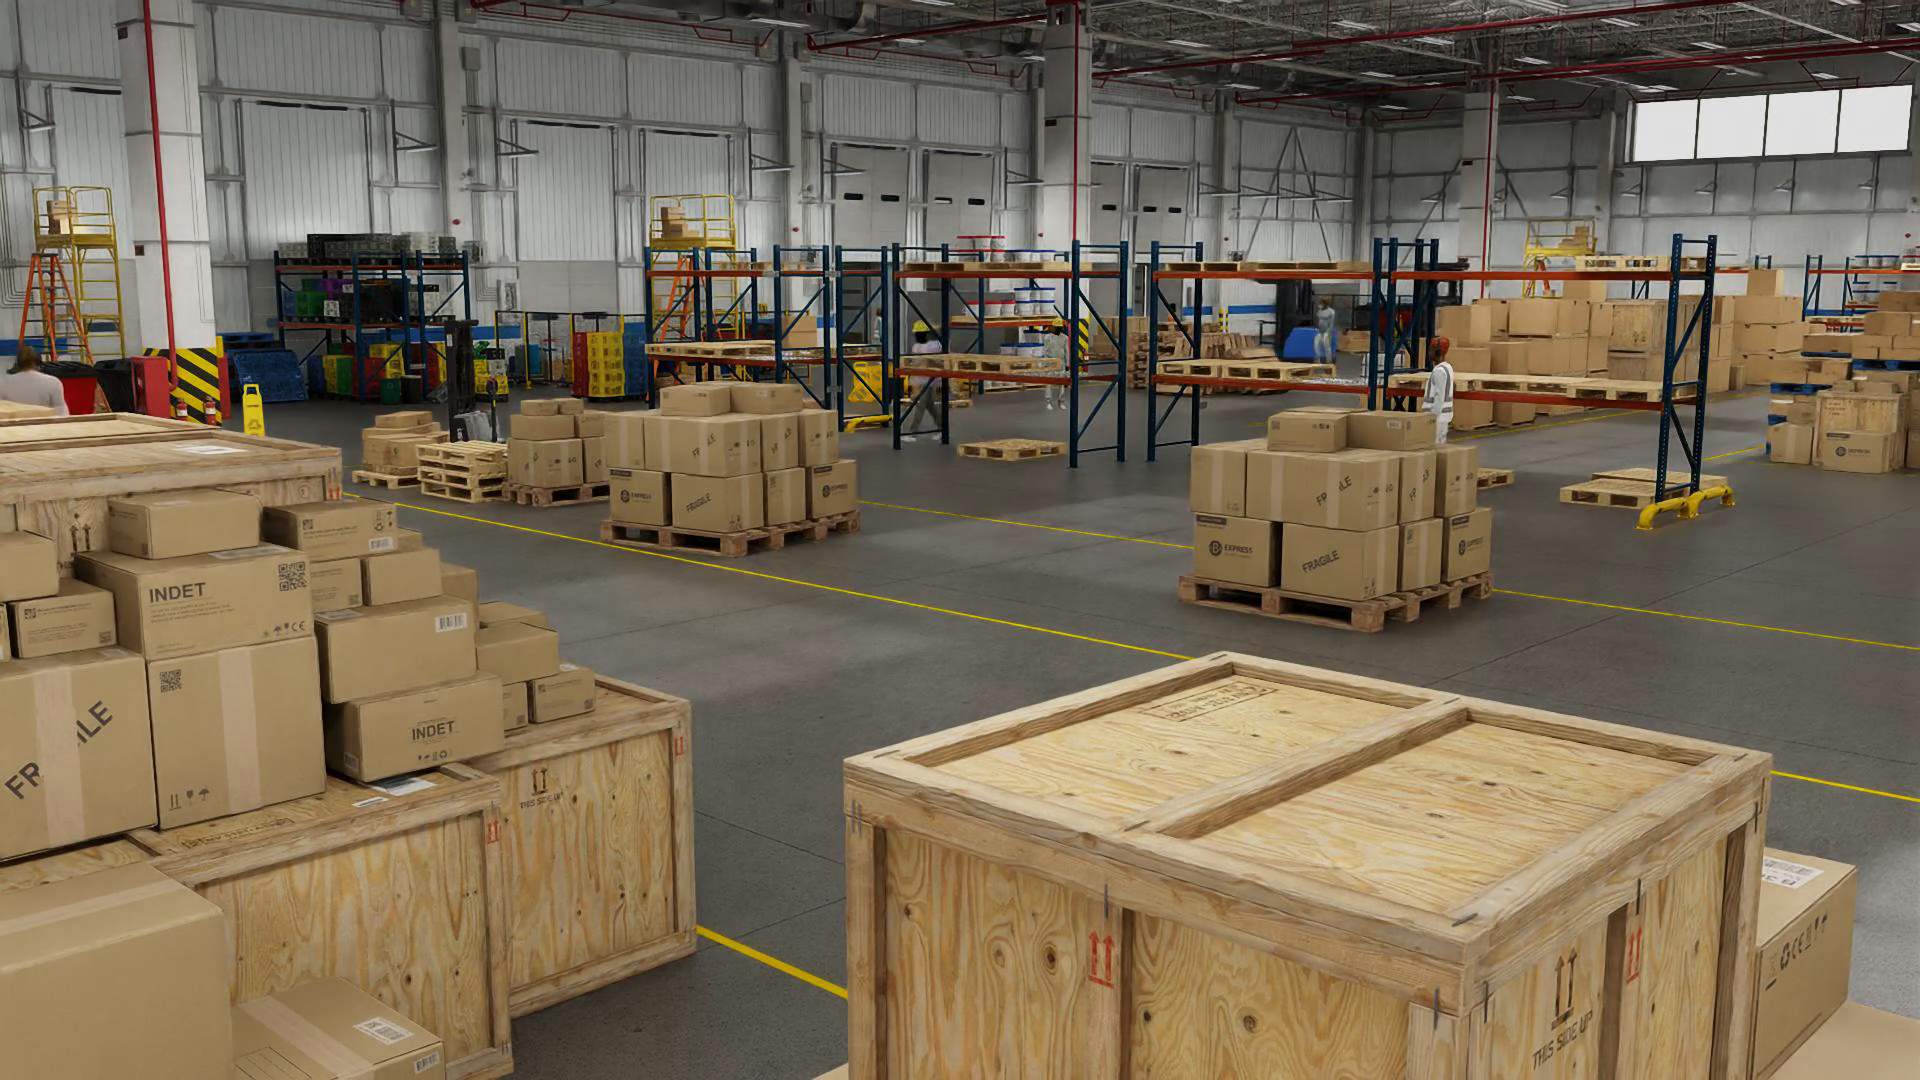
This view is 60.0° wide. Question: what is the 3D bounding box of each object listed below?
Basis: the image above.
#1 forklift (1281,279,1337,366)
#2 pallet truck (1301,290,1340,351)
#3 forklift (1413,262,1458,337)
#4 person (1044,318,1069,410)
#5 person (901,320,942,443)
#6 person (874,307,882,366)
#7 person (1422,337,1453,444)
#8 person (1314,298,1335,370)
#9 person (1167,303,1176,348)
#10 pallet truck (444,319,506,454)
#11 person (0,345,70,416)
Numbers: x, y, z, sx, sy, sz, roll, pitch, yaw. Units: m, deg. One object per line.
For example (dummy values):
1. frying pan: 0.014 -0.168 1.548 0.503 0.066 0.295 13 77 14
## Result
1. forklift: 9.053 -6.013 44.414 1.873 2.768 1.129 9 13 43
2. pallet truck: 11.297 -6.951 52.861 1.885 1.965 0.823 -5 11 -29
3. forklift: 13.044 -6.163 45.331 1.129 2.768 1.873 1 9 4
4. person: 1.828 -3.323 31.419 0.485 1.739 0.320 -2 9 -11
5. person: -0.540 -2.453 25.679 1.006 1.878 0.611 -6 11 -34
6. person: -2.139 -5.376 44.339 0.313 1.633 0.519 -1 9 -6
7. person: 5.445 -1.371 19.006 0.355 1.882 0.575 4 10 21
8. person: 9.459 -5.370 43.470 0.786 1.900 0.630 -7 12 -38
9. person: 5.931 -5.799 46.715 0.320 1.697 0.531 0 9 3
10. pallet truck: -6.981 -1.942 22.150 1.885 1.965 0.823 1 9 9
11. person: -9.368 -1.021 16.812 0.632 1.905 0.960 1 9 6
